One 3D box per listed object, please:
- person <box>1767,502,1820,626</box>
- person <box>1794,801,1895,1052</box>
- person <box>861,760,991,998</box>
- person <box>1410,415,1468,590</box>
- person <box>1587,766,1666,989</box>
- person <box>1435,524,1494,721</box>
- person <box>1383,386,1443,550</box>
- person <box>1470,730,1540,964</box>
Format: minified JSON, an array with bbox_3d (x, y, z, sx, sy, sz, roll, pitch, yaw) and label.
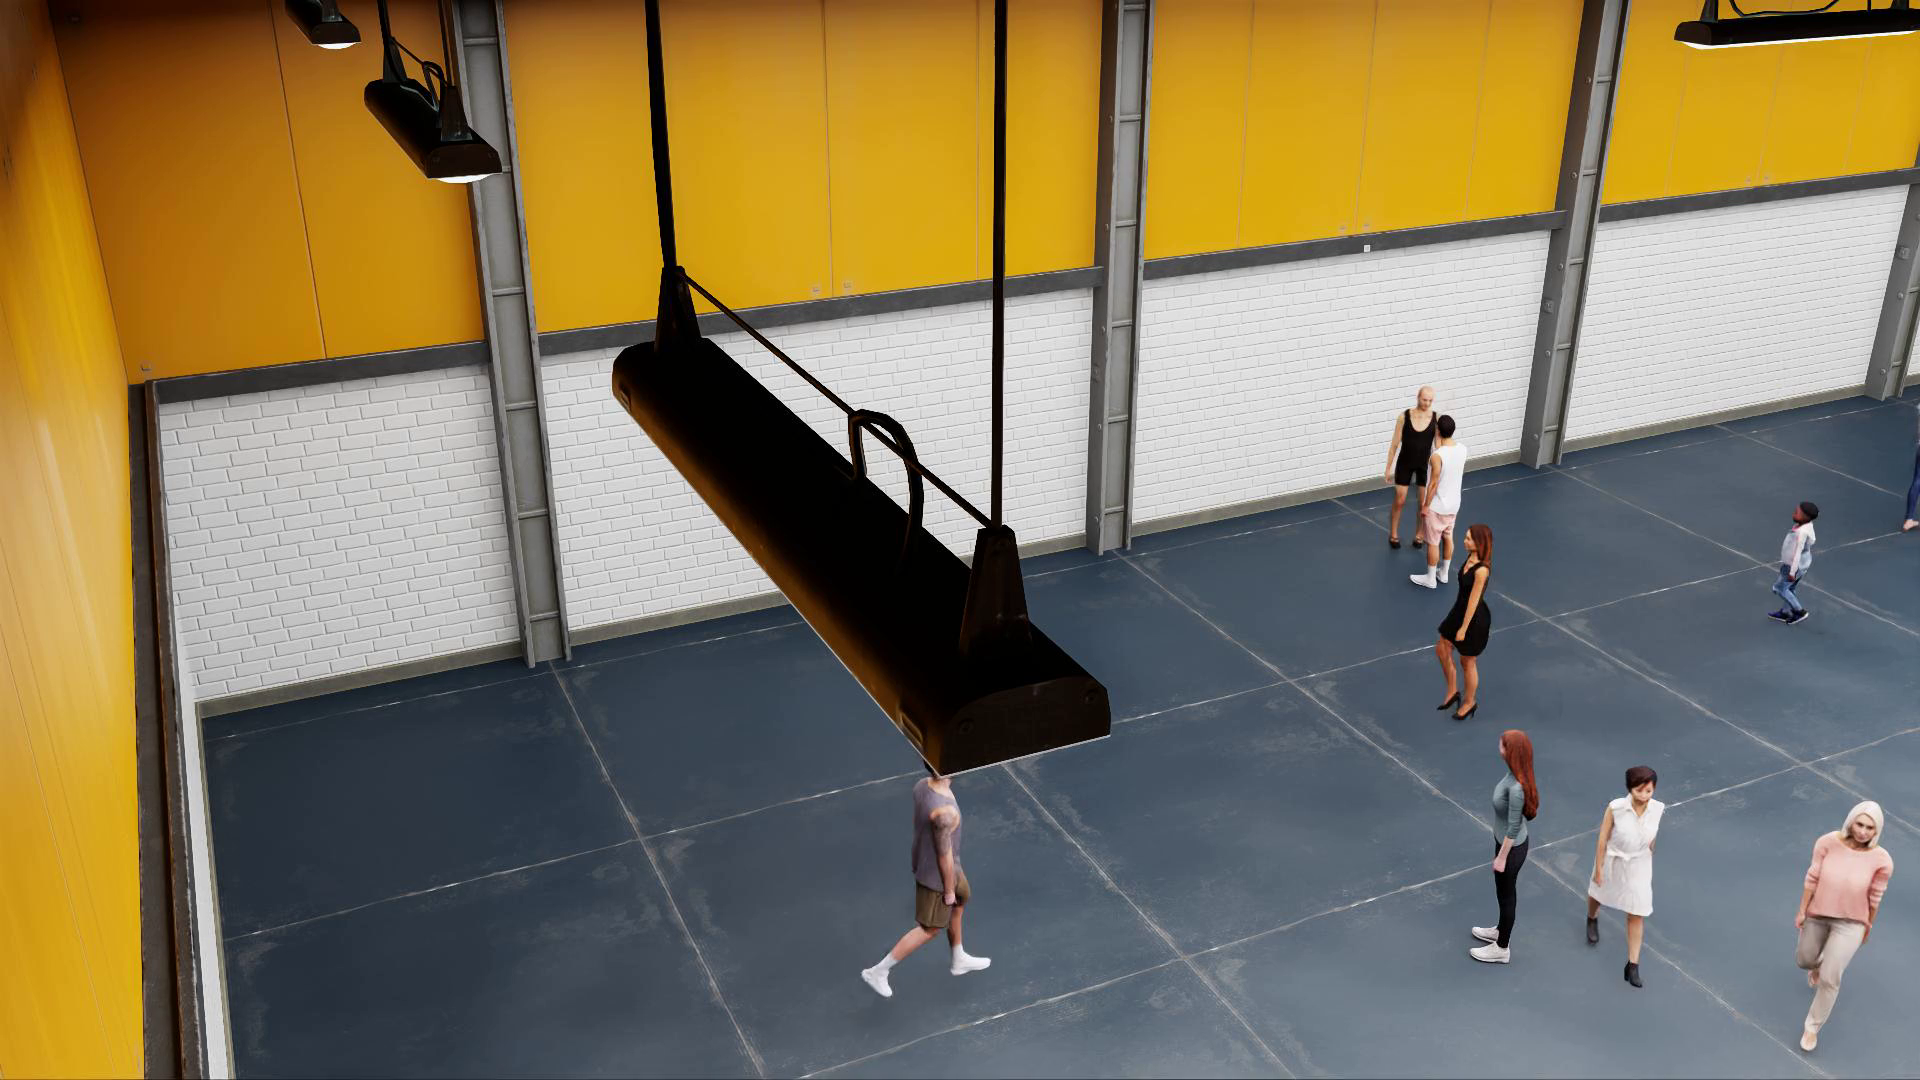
[{"bbox_3d":[8.043,0.233,15.898,0.657,1.251,0.620,18,29,35],"label":"person"},{"bbox_3d":[5.534,2.349,10.491,0.863,1.705,1.059,17,29,34],"label":"person"},{"bbox_3d":[-0.233,2.114,10.558,1.180,1.820,0.731,-7,25,-16],"label":"person"},{"bbox_3d":[4.826,-0.378,16.631,0.562,1.785,0.726,-15,28,-31],"label":"person"},{"bbox_3d":[4.428,2.154,11.185,1.028,1.508,0.946,2,24,4],"label":"person"},{"bbox_3d":[4.391,0.729,14.048,0.719,1.825,0.679,-1,24,-3],"label":"person"},{"bbox_3d":[4.811,-0.776,17.516,0.724,1.804,0.849,7,24,15],"label":"person"},{"bbox_3d":[3.669,2.048,11.133,0.721,1.742,0.650,10,25,21],"label":"person"}]
